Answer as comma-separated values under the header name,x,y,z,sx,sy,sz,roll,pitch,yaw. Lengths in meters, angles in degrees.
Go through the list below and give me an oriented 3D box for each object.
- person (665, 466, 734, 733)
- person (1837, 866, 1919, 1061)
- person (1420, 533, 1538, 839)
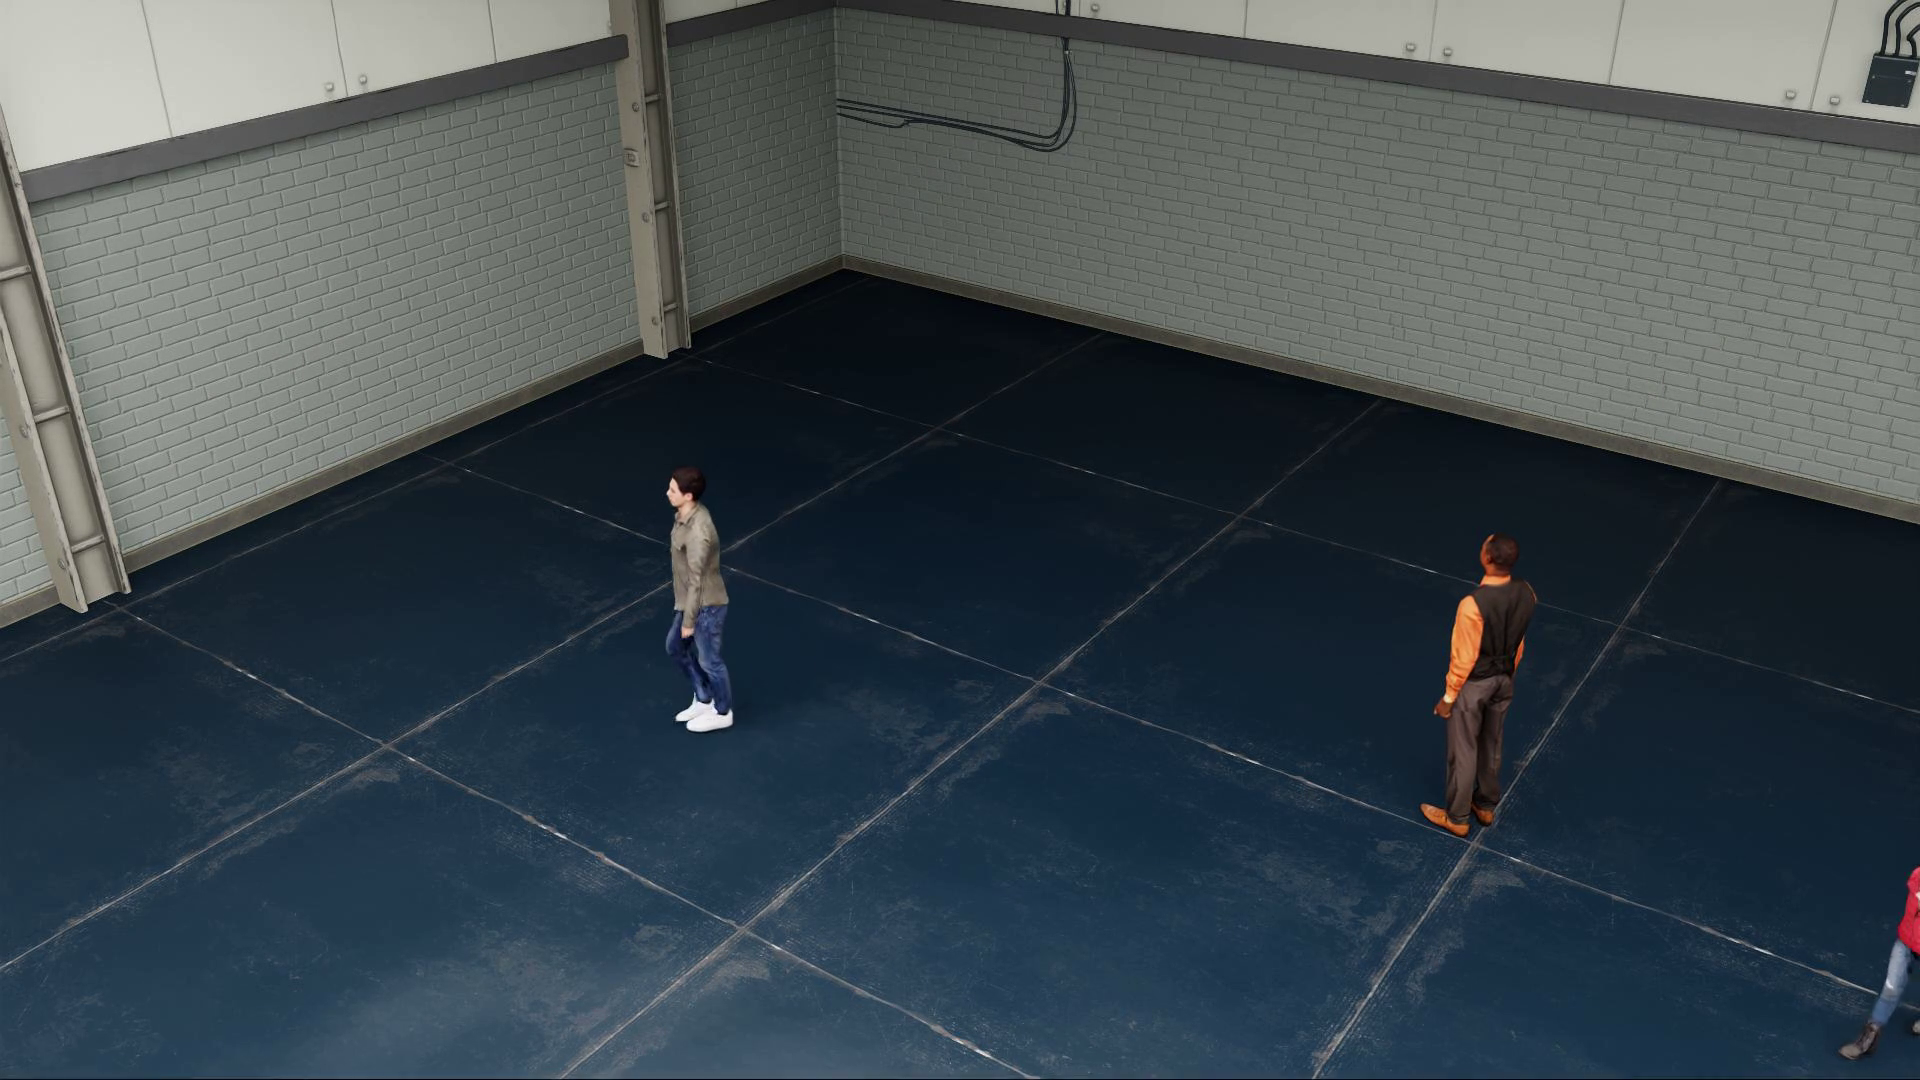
name,x,y,z,sx,sy,sz,roll,pitch,yaw
person,-1.522,0.375,10.323,0.864,1.856,0.834,-8,29,-15
person,4.692,1.954,7.985,1.011,1.264,0.860,-8,29,-14
person,2.965,0.824,9.424,0.725,1.907,0.847,-13,31,-22
